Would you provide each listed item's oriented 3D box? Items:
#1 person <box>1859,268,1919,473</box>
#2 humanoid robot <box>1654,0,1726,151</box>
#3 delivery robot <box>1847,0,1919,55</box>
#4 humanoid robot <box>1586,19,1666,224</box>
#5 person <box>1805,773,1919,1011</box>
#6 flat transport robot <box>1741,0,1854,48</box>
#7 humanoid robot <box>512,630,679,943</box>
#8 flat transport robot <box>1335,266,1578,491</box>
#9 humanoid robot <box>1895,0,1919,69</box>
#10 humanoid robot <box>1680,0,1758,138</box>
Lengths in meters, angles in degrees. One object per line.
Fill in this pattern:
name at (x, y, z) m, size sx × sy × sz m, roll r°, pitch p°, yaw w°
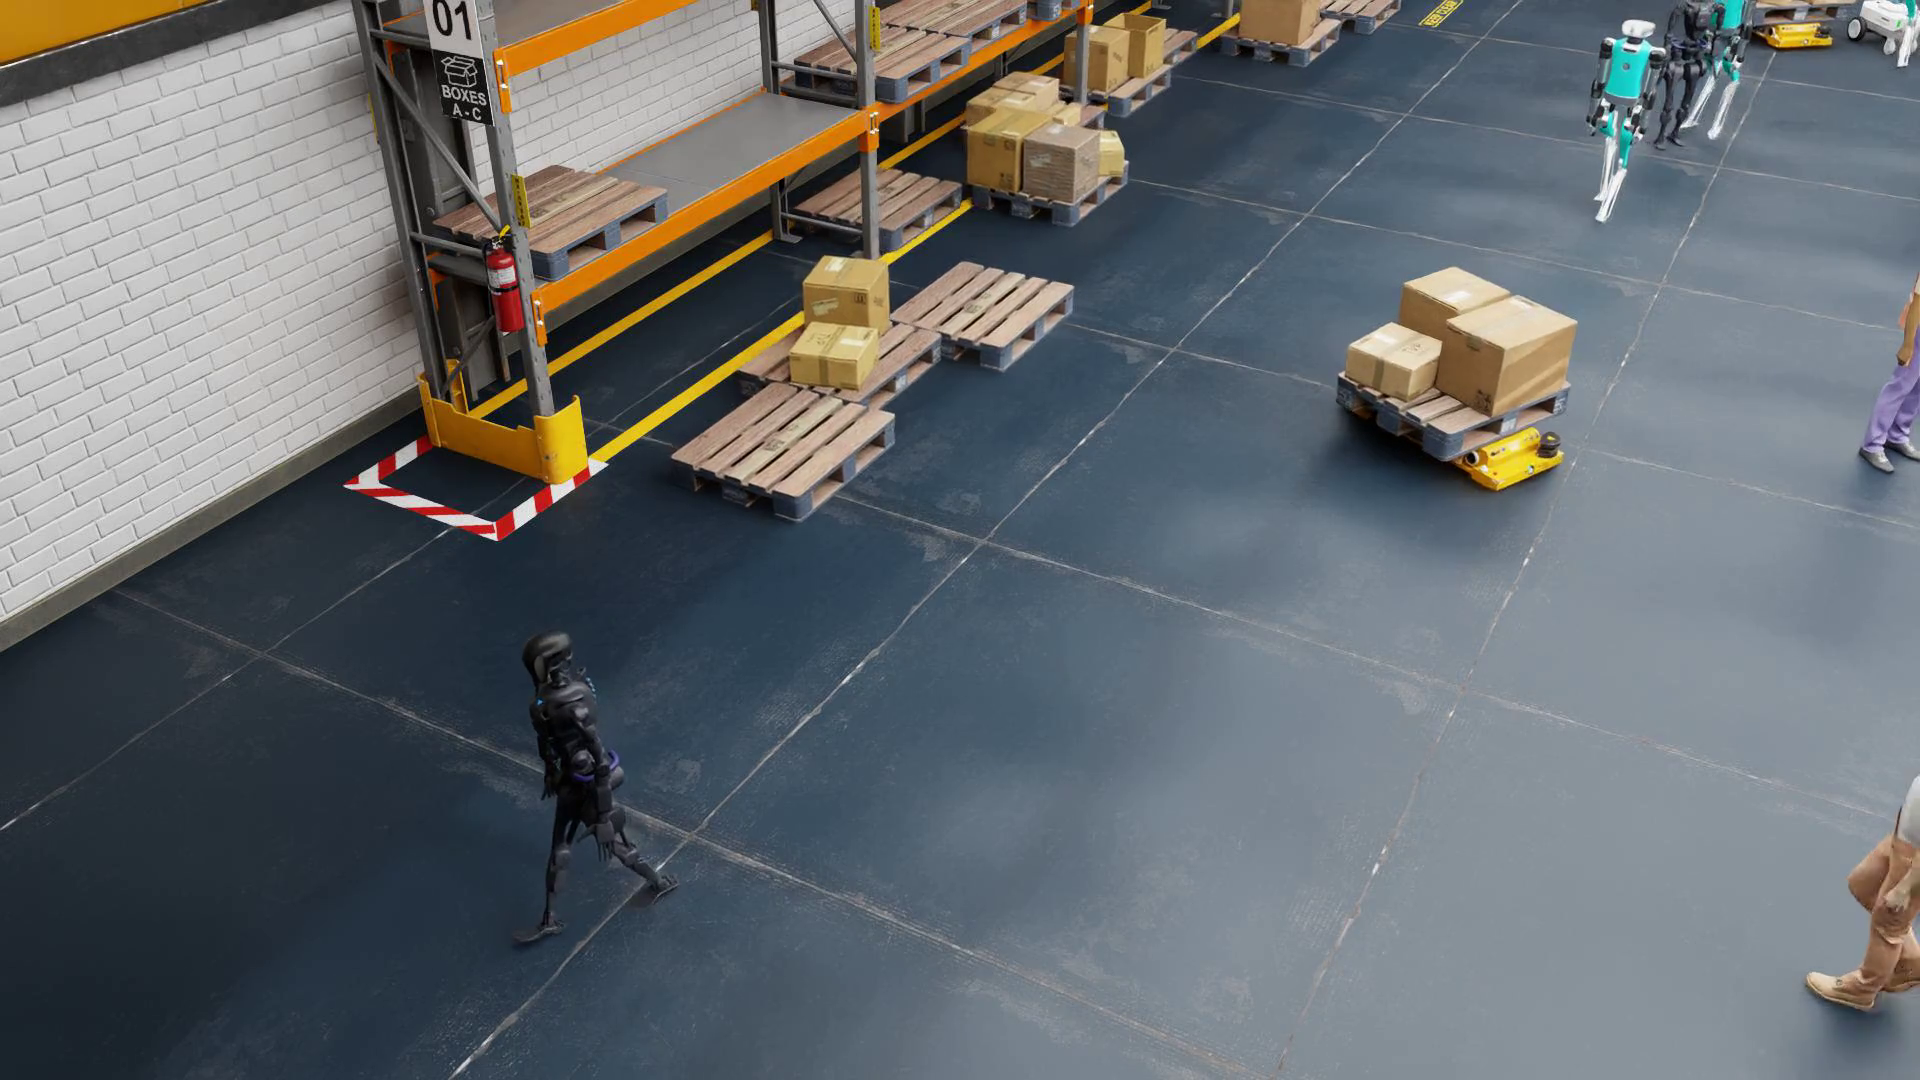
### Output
person at (6.257, -1.329, 10.732) m, size 0.568 × 1.840 × 0.372 m, roll -16°, pitch 37°, yaw -23°
humanoid robot at (6.887, -4.524, 15.719) m, size 0.586 × 1.646 × 0.439 m, roll -3°, pitch 34°, yaw -4°
delivery robot at (10.429, -5.806, 18.691) m, size 0.499 × 0.614 × 0.808 m, roll -5°, pitch 34°, yaw -8°
humanoid robot at (5.710, -3.637, 14.336) m, size 0.541 × 1.767 × 0.910 m, roll 21°, pitch 39°, yaw 29°
person at (3.936, 1.300, 6.849) m, size 0.414 × 1.736 × 0.509 m, roll 17°, pitch 37°, yaw 24°
flat transport robot at (9.368, -5.998, 19.222) m, size 0.659 × 0.231 × 1.431 m, roll -5°, pitch 34°, yaw -8°
humanoid robot at (-1.663, 1.093, 7.264) m, size 0.788 × 1.628 × 0.612 m, roll -24°, pitch 40°, yaw -32°
flat transport robot at (3.338, -0.804, 11.364) m, size 0.659 × 0.231 × 1.431 m, roll -20°, pitch 39°, yaw -28°
humanoid robot at (10.332, -5.920, 17.794) m, size 0.532 × 1.738 × 0.944 m, roll 22°, pitch 39°, yaw 29°
humanoid robot at (7.356, -4.748, 15.921) m, size 0.723 × 1.717 × 0.532 m, roll -27°, pitch 42°, yaw -34°
